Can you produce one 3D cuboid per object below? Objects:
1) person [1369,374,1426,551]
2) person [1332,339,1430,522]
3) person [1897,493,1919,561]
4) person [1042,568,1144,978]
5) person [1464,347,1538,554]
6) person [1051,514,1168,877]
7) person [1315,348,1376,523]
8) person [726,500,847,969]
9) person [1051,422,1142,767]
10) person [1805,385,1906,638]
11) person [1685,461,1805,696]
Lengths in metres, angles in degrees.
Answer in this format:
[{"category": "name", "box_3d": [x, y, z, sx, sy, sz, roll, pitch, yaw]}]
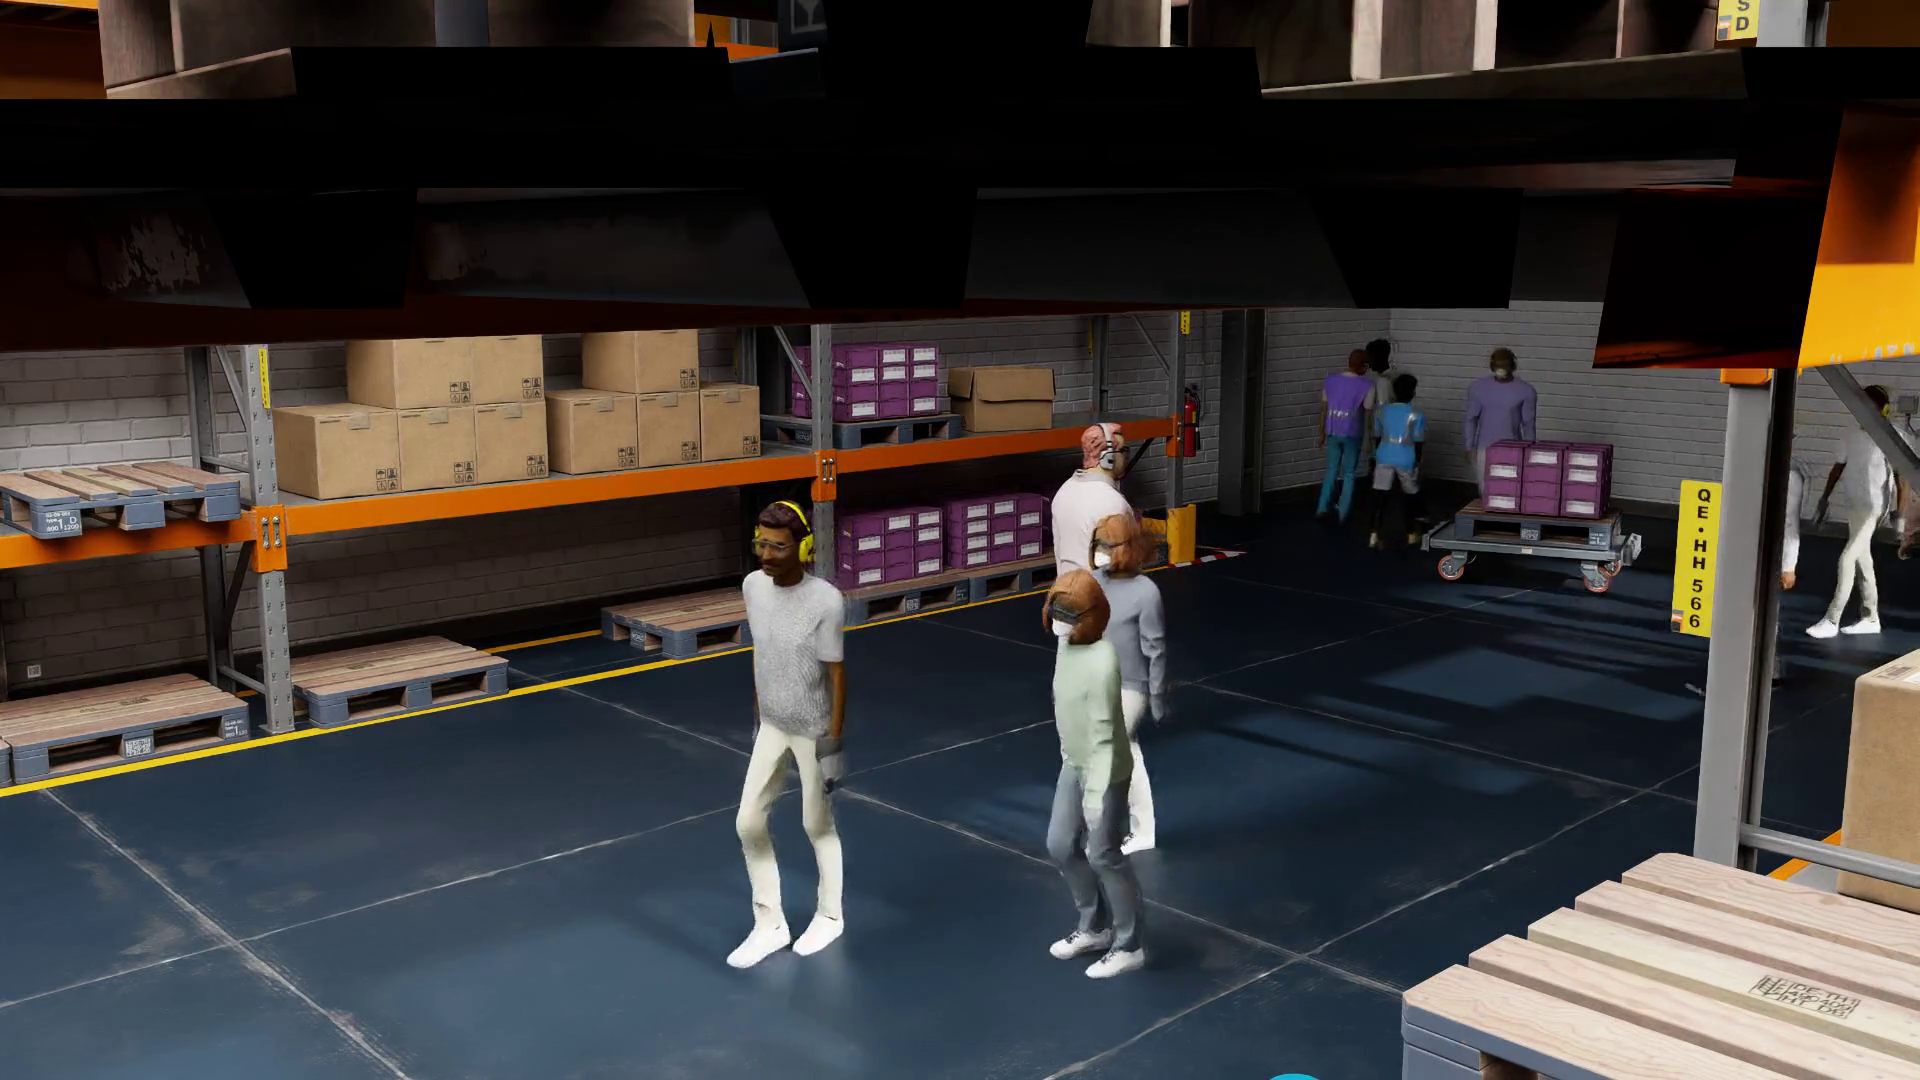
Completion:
[{"category": "person", "box_3d": [4.089, -0.723, 15.556, 0.533, 1.649, 0.899, 7, 12, 34]}, {"category": "person", "box_3d": [4.403, -1.120, 17.141, 1.025, 1.890, 0.678, 4, 11, 24]}, {"category": "person", "box_3d": [6.428, 0.035, 10.802, 0.728, 1.734, 0.554, -7, 12, -37]}, {"category": "person", "box_3d": [0.514, 0.880, 6.233, 0.469, 1.604, 0.515, -3, 10, -19]}, {"category": "person", "box_3d": [5.079, -0.862, 15.614, 0.647, 1.909, 0.833, 6, 11, 31]}, {"category": "person", "box_3d": [0.630, 0.689, 7.401, 0.763, 1.605, 0.520, -6, 11, -31]}, {"category": "person", "box_3d": [3.948, -1.056, 17.036, 0.651, 1.804, 0.484, 7, 12, 35]}, {"category": "person", "box_3d": [-0.658, 0.746, 6.379, 0.533, 1.831, 0.678, 6, 11, 32]}, {"category": "person", "box_3d": [0.721, 0.358, 8.432, 0.404, 1.911, 0.636, -4, 10, -22]}, {"category": "person", "box_3d": [6.366, -0.193, 11.881, 0.816, 1.825, 0.611, -2, 10, -13]}, {"category": "person", "box_3d": [4.832, 0.086, 10.329, 0.784, 1.800, 0.613, 0, 10, 0]}]
